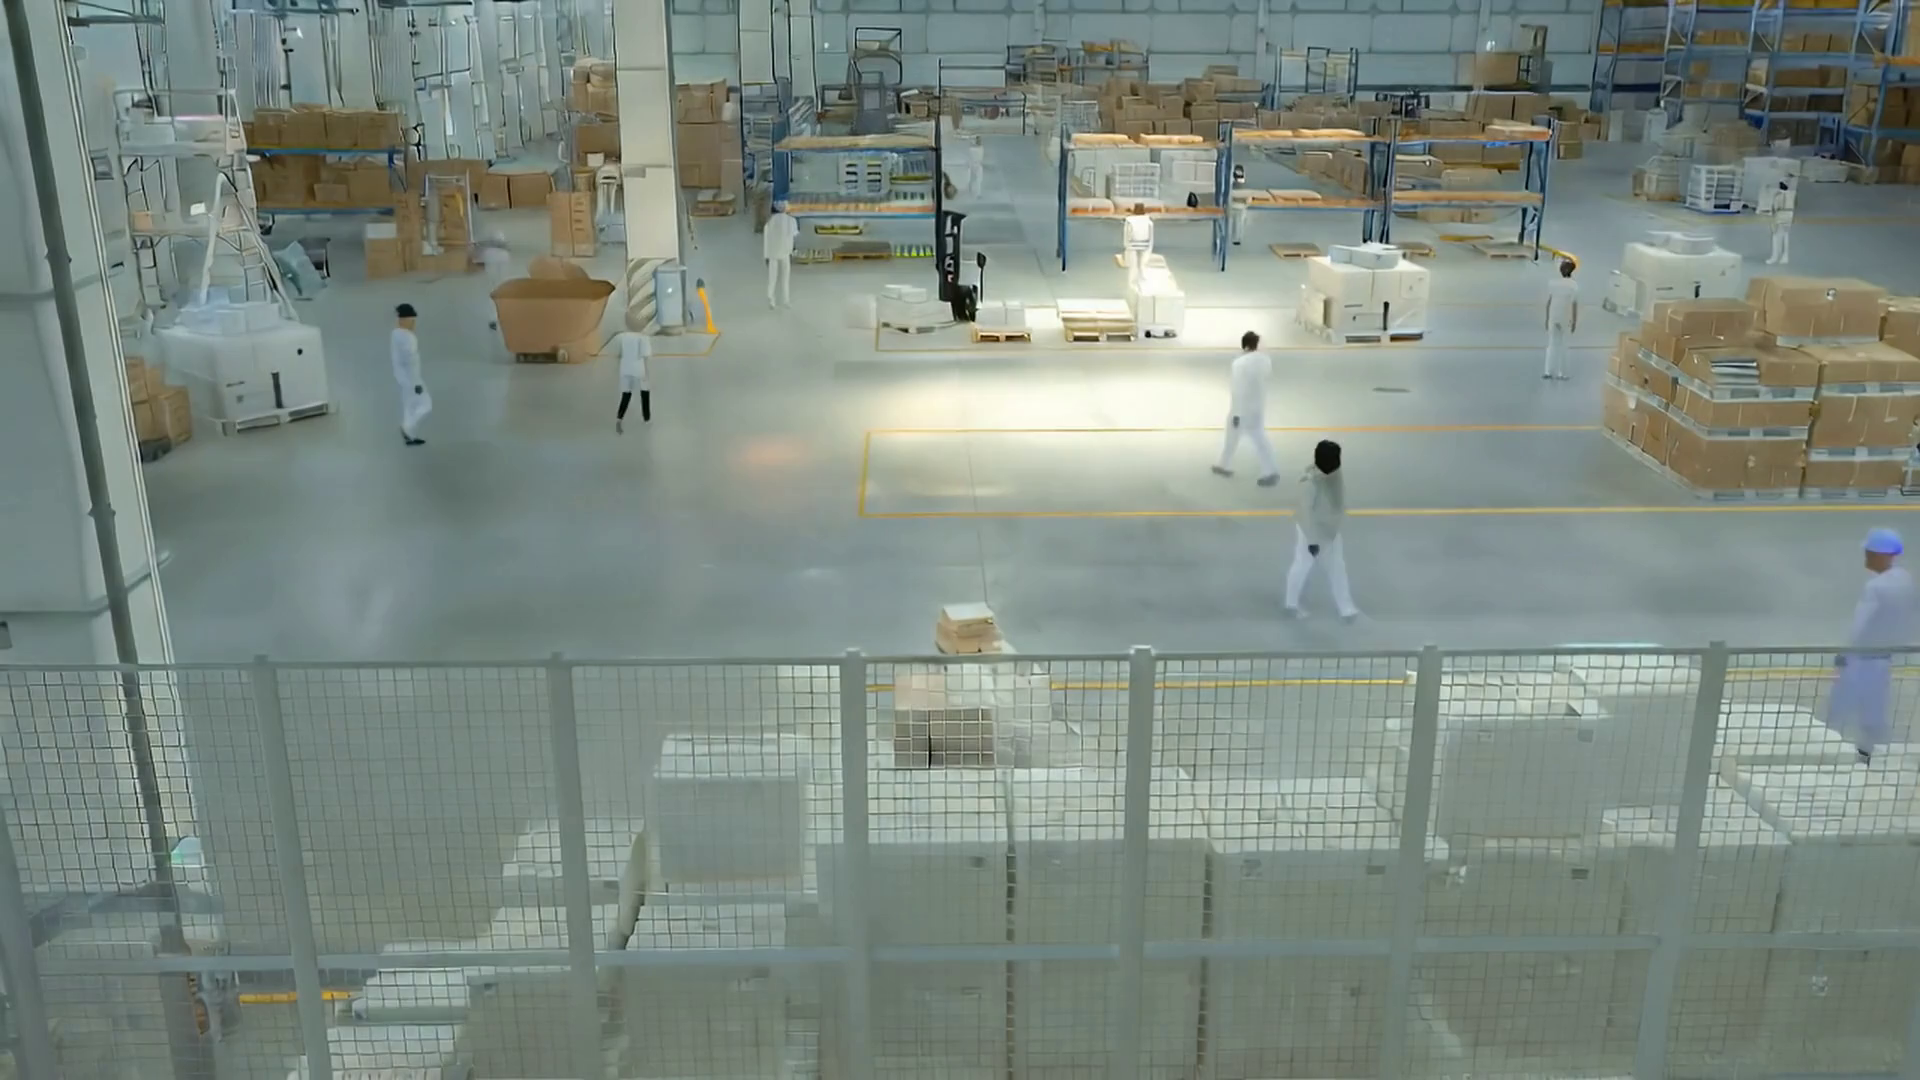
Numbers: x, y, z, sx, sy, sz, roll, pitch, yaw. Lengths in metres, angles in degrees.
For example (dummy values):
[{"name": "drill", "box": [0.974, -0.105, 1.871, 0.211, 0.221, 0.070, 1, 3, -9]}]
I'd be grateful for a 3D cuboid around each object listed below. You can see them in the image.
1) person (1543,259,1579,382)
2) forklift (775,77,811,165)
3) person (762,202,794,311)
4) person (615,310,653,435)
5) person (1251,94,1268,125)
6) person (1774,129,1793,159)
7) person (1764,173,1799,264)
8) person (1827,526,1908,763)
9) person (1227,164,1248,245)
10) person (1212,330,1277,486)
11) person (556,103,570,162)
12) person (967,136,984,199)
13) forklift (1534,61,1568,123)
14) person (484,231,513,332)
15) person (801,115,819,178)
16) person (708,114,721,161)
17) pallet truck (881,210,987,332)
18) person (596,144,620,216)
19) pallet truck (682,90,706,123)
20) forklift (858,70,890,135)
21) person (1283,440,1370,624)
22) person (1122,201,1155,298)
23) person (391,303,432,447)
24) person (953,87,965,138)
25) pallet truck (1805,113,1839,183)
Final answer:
[{"name": "person", "box": [9.172, -3.353, 25.369, 0.326, 1.876, 0.518, -18, 25, -42]}, {"name": "forklift", "box": [-5.920, -13.893, 55.085, 1.873, 2.768, 1.129, -1, 19, -1]}, {"name": "person", "box": [-3.361, -5.255, 30.825, 0.608, 1.995, 0.377, -13, 23, -34]}, {"name": "person", "box": [-4.411, -2.248, 22.400, 0.521, 1.671, 0.761, 3, 19, 9]}, {"name": "person", "box": [11.107, -15.582, 61.655, 0.665, 1.867, 0.805, 10, 21, 27]}, {"name": "person", "box": [24.423, -11.353, 49.397, 0.551, 1.677, 0.490, -1, 19, -4]}, {"name": "person", "box": [17.754, -6.938, 35.930, 0.542, 1.928, 0.398, -5, 19, -14]}, {"name": "person", "box": [7.003, 0.795, 13.008, 0.622, 1.900, 0.750, -17, 25, -41]}, {"name": "person", "box": [6.402, -7.761, 38.488, 0.506, 1.847, 0.343, -5, 19, -14]}, {"name": "person", "box": [3.531, -1.609, 20.178, 0.649, 1.894, 1.025, -12, 22, -31]}, {"name": "person", "box": [-13.403, -13.750, 56.117, 0.379, 1.934, 0.550, -11, 21, -29]}, {"name": "person", "box": [0.414, -10.515, 46.867, 0.492, 1.718, 0.774, -6, 19, -17]}, {"name": "forklift", "box": [23.122, -17.605, 66.097, 1.873, 2.768, 1.129, -1, 19, -2]}, {"name": "person", "box": [-8.062, -4.483, 28.948, 0.545, 1.734, 0.760, 5, 19, 16]}, {"name": "person", "box": [-4.663, -12.127, 51.330, 0.582, 1.919, 0.634, 8, 20, 22]}, {"name": "person", "box": [-8.391, -13.522, 55.952, 0.805, 1.591, 0.536, -15, 24, -37]}, {"name": "pallet truck", "box": [-0.493, -4.759, 29.349, 1.885, 1.965, 0.823, -13, 23, -34]}, {"name": "person", "box": [-9.047, -9.219, 42.796, 0.615, 1.855, 0.534, -3, 19, -10]}, {"name": "pallet truck", "box": [-9.671, -15.907, 62.421, 0.823, 1.965, 1.885, 5, 19, 15]}, {"name": "forklift", "box": [-3.114, -15.259, 59.139, 1.129, 2.768, 1.873, 2, 19, 5]}, {"name": "person", "box": [3.478, -0.049, 15.680, 0.915, 1.799, 0.652, 17, 25, 41]}, {"name": "person", "box": [3.420, -5.596, 32.074, 0.633, 1.841, 0.429, -5, 19, -14]}, {"name": "person", "box": [-7.168, -2.137, 21.705, 0.409, 1.907, 0.612, -16, 24, -38]}, {"name": "person", "box": [-0.071, -16.568, 64.474, 0.377, 1.940, 0.628, -9, 21, -24]}, {"name": "pallet truck", "box": [26.403, -11.957, 50.702, 0.823, 1.965, 1.885, 6, 19, 16]}]
